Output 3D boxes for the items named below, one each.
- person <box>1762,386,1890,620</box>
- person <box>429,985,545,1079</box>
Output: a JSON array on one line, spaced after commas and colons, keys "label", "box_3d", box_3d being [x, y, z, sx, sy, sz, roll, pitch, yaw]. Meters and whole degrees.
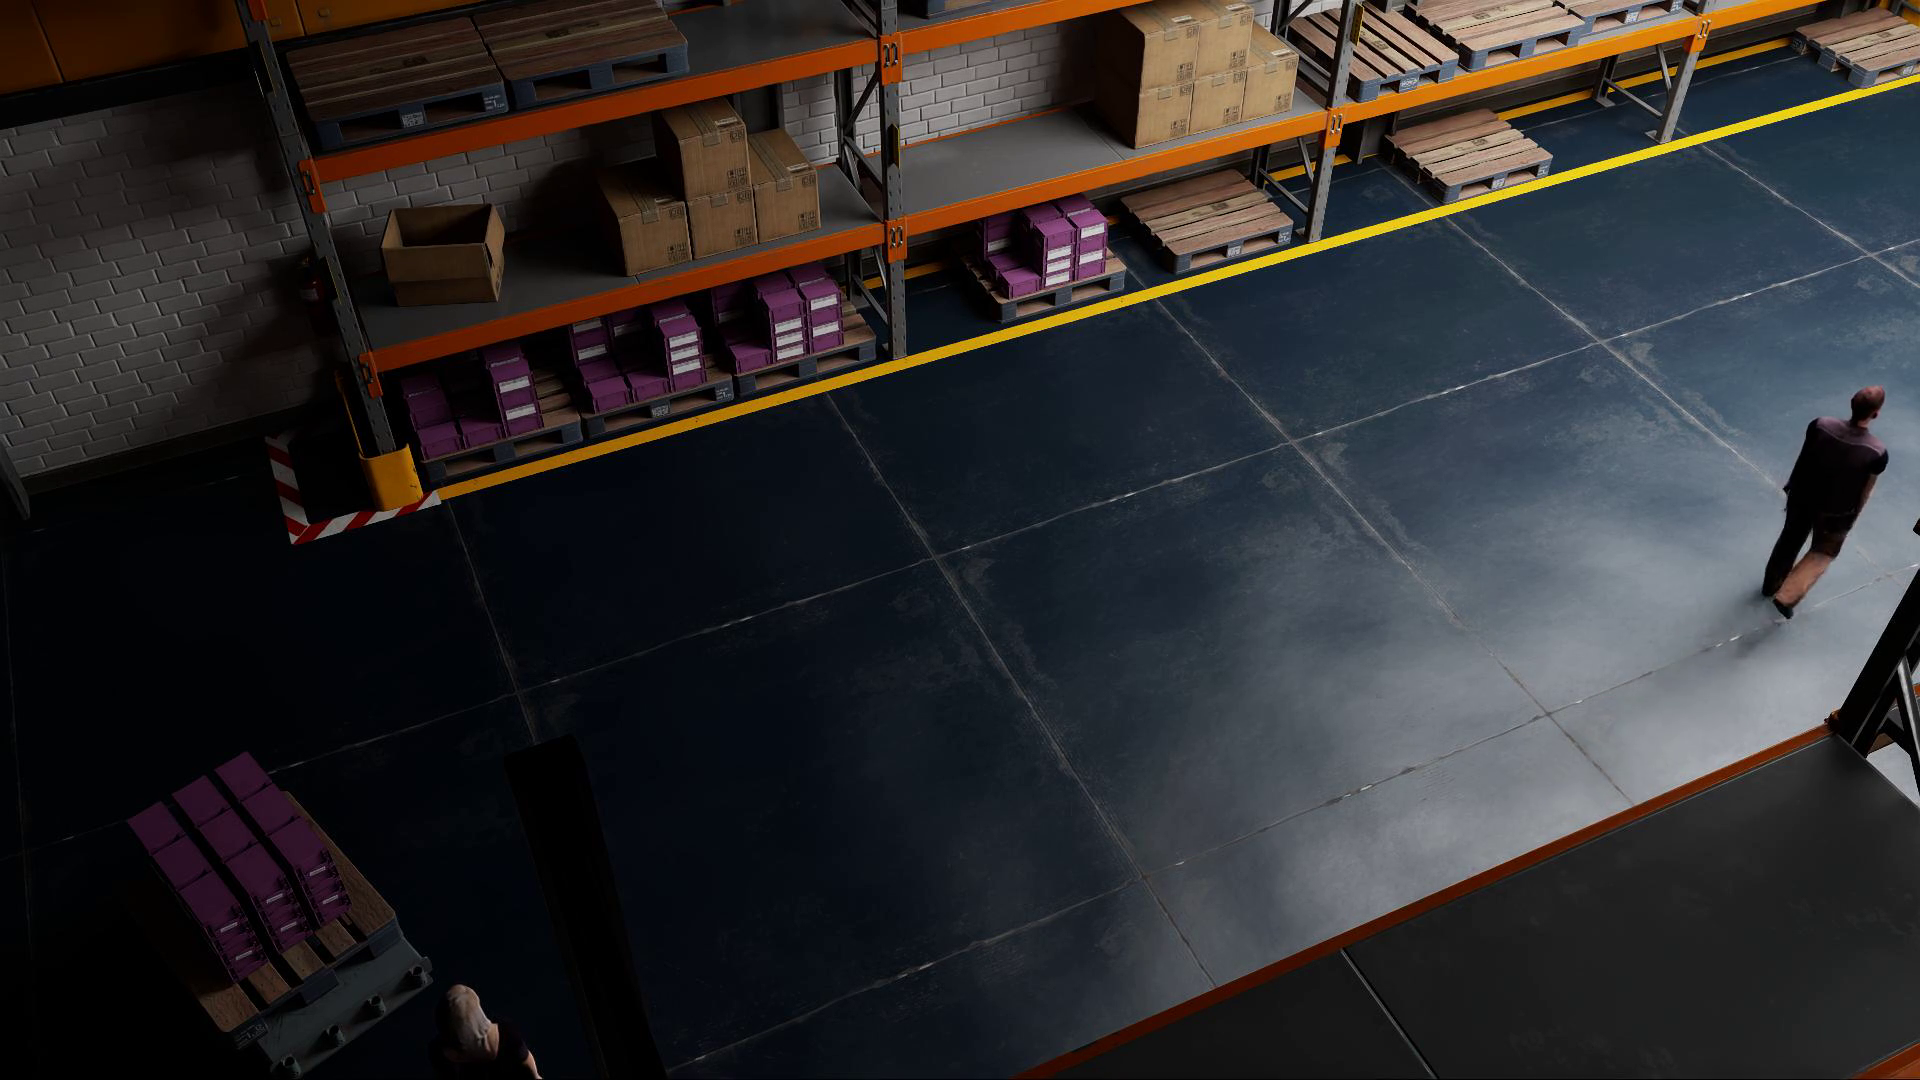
[{"label": "person", "box_3d": [5.582, -0.224, 10.856, 0.947, 1.824, 0.818, -32, 52, -29]}, {"label": "person", "box_3d": [-2.186, 2.622, 7.864, 0.487, 1.830, 0.668, -11, 45, -11]}]
